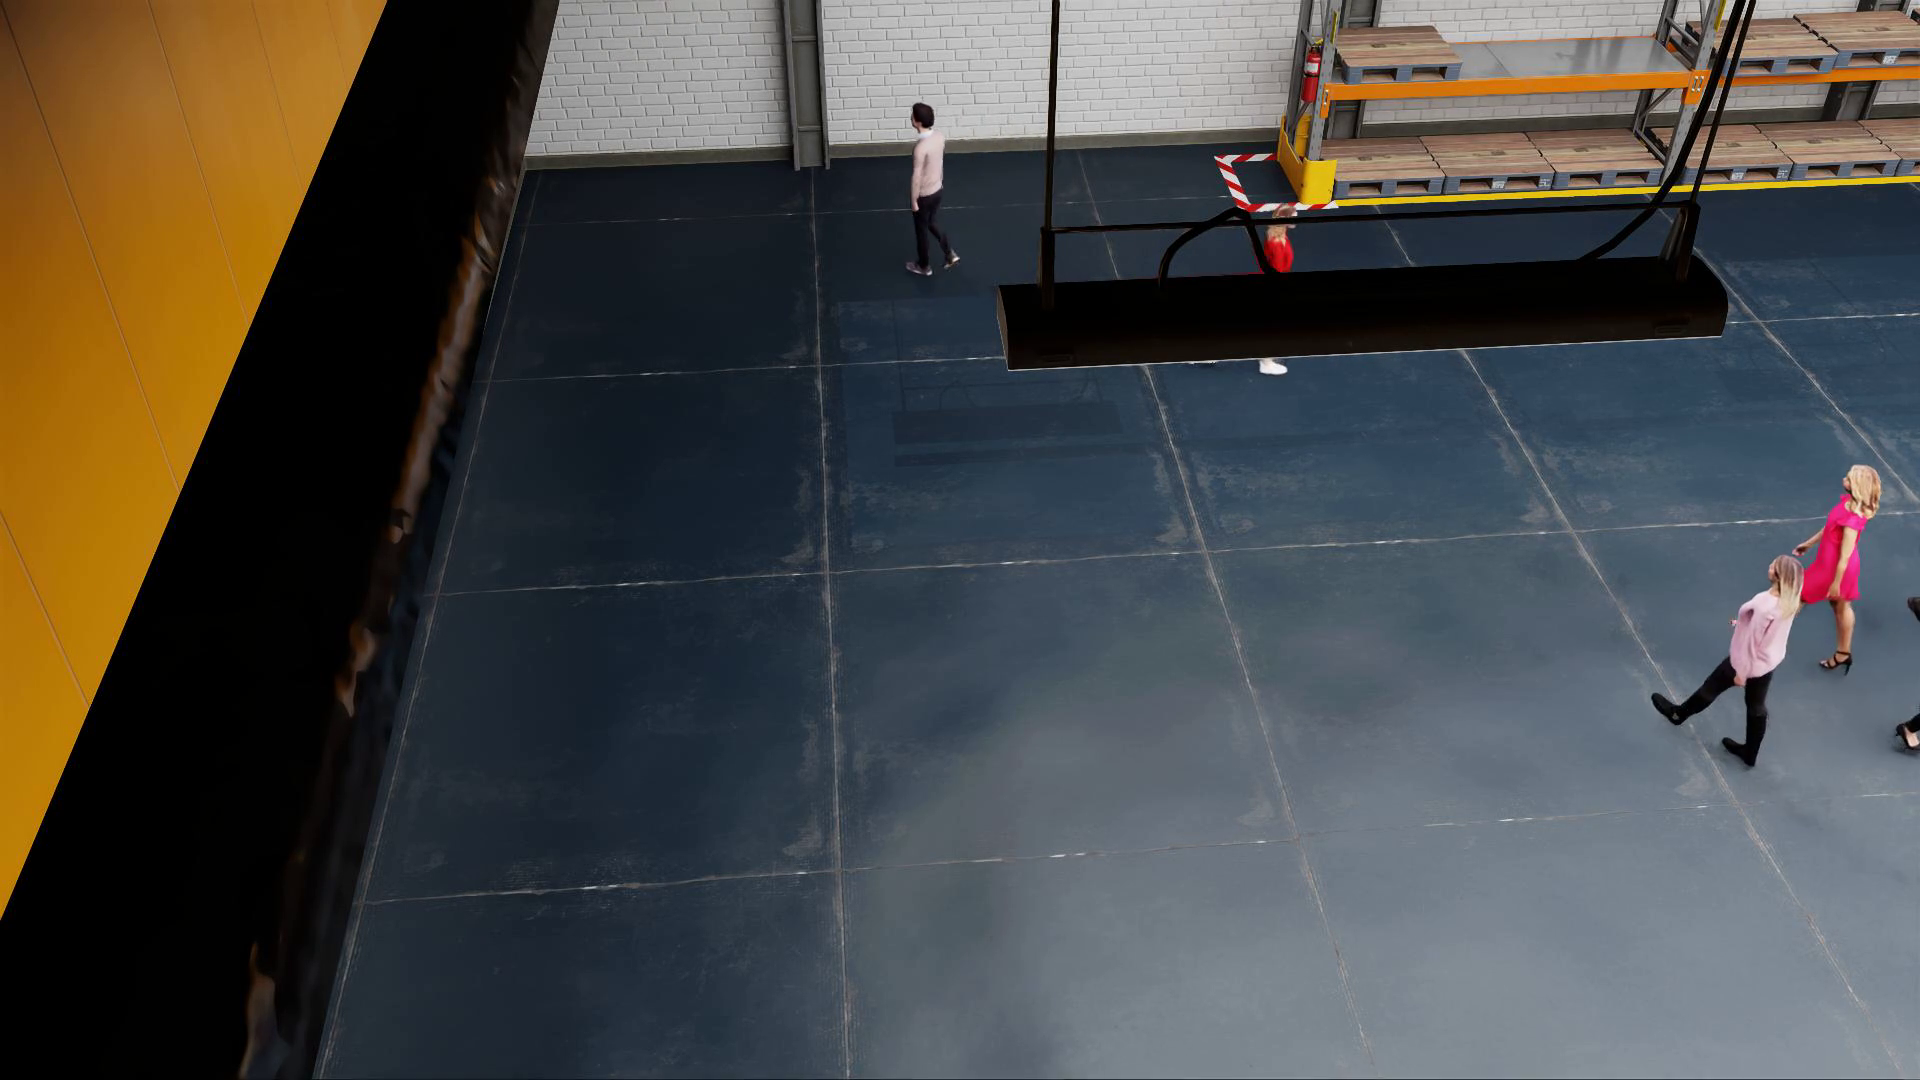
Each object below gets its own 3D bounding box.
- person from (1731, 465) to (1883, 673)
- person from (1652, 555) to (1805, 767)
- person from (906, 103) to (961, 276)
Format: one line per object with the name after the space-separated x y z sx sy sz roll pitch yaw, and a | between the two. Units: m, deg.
6.238 0.236 11.674 1.112 1.686 1.006 24 44 27 | person
5.300 0.837 10.947 1.032 1.655 0.963 -23 44 -26 | person
-0.255 -3.346 16.066 0.972 1.803 0.880 20 43 23 | person
